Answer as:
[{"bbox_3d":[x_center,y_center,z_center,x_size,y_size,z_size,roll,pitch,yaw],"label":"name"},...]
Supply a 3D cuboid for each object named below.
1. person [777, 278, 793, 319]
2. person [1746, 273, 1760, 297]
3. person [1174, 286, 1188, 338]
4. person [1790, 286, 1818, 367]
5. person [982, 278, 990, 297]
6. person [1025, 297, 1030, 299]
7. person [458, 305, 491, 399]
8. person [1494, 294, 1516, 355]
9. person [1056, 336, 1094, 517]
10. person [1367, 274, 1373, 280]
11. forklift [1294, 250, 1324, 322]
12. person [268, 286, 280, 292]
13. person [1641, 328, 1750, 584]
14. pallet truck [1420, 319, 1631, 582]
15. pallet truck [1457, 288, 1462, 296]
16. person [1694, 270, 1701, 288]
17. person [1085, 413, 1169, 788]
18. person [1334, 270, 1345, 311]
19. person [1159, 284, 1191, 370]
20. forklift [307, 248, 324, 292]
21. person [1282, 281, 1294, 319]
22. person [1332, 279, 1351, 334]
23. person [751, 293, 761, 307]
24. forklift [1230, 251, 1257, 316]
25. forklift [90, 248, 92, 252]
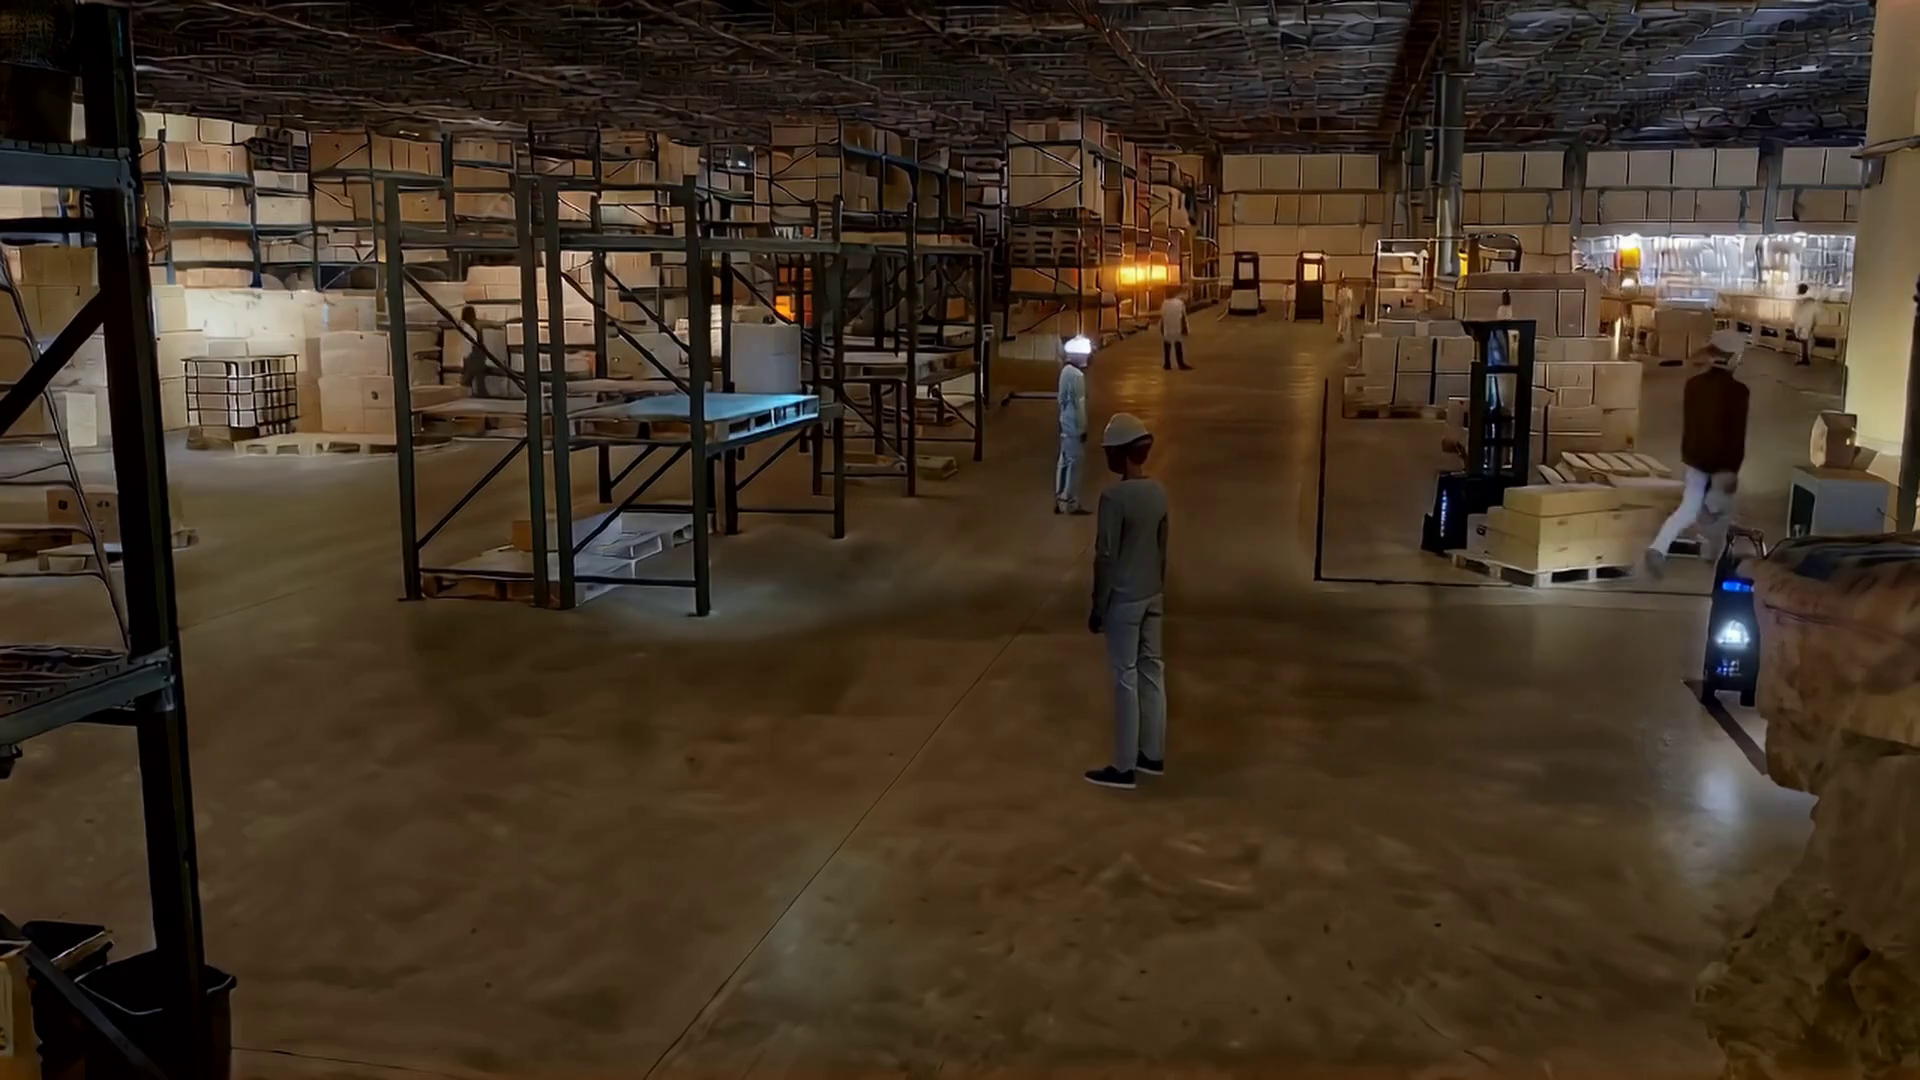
[{"bbox_3d":[-5.766,-7.621,54.377,0.660,1.862,0.989,3,10,15],"label":"person"},{"bbox_3d":[38.075,-11.900,79.842,0.638,1.802,0.579,-2,10,-13],"label":"person"},{"bbox_3d":[6.760,-7.004,51.245,0.529,1.671,0.787,1,10,5],"label":"person"},{"bbox_3d":[19.457,-4.924,38.394,0.840,1.877,0.566,-4,11,-24],"label":"person"},{"bbox_3d":[1.256,-12.200,81.291,0.564,1.925,0.651,2,10,10],"label":"person"},{"bbox_3d":[2.512,-8.264,57.928,0.627,1.940,0.371,-9,13,-42],"label":"person"},{"bbox_3d":[-7.208,-2.534,24.387,0.956,1.799,0.542,6,11,31],"label":"person"},{"bbox_3d":[12.960,-4.987,39.351,0.549,1.642,0.858,-8,12,-38],"label":"person"},{"bbox_3d":[1.123,-1.097,16.069,0.325,1.740,0.493,-3,10,-17],"label":"person"},{"bbox_3d":[21.540,-13.045,86.914,0.770,1.705,0.504,1,10,4],"label":"person"},{"bbox_3d":[13.778,-10.002,65.433,1.129,2.768,1.873,2,10,12],"label":"forklift"},{"bbox_3d":[-14.083,-4.241,34.139,0.653,1.920,0.578,1,10,5],"label":"person"},{"bbox_3d":[5.599,-0.605,12.497,0.861,1.967,0.621,-4,10,-20],"label":"person"},{"bbox_3d":[4.543,-0.757,13.299,0.823,1.965,1.885,-4,10,-22],"label":"pallet truck"},{"bbox_3d":[20.506,-9.785,68.819,0.653,1.274,1.630,2,10,12],"label":"pallet truck"},{"bbox_3d":[36.102,-12.228,81.326,0.647,1.969,0.736,-9,13,-42],"label":"person"},{"bbox_3d":[0.788,0.278,7.880,0.335,1.761,0.519,8,12,38],"label":"person"},{"bbox_3d":[18.282,-12.011,80.086,0.605,1.948,0.391,-5,11,-27],"label":"person"},{"bbox_3d":[4.821,-4.731,37.080,0.775,1.931,0.378,1,10,4],"label":"person"},{"bbox_3d":[-20.072,-7.794,52.358,1.873,2.768,1.129,2,10,12],"label":"forklift"},{"bbox_3d":[13.575,-9.919,68.797,0.509,1.578,0.872,6,11,31],"label":"person"},{"bbox_3d":[12.644,-7.730,55.117,0.616,1.817,0.434,3,10,16],"label":"person"},{"bbox_3d":[-4.974,-5.320,41.311,0.858,1.653,0.553,1,10,7],"label":"person"},{"bbox_3d":[12.463,-11.244,72.786,1.129,2.768,1.873,2,10,12],"label":"forklift"},{"bbox_3d":[-26.442,-7.374,49.874,1.129,2.768,1.873,2,10,12],"label":"forklift"}]
